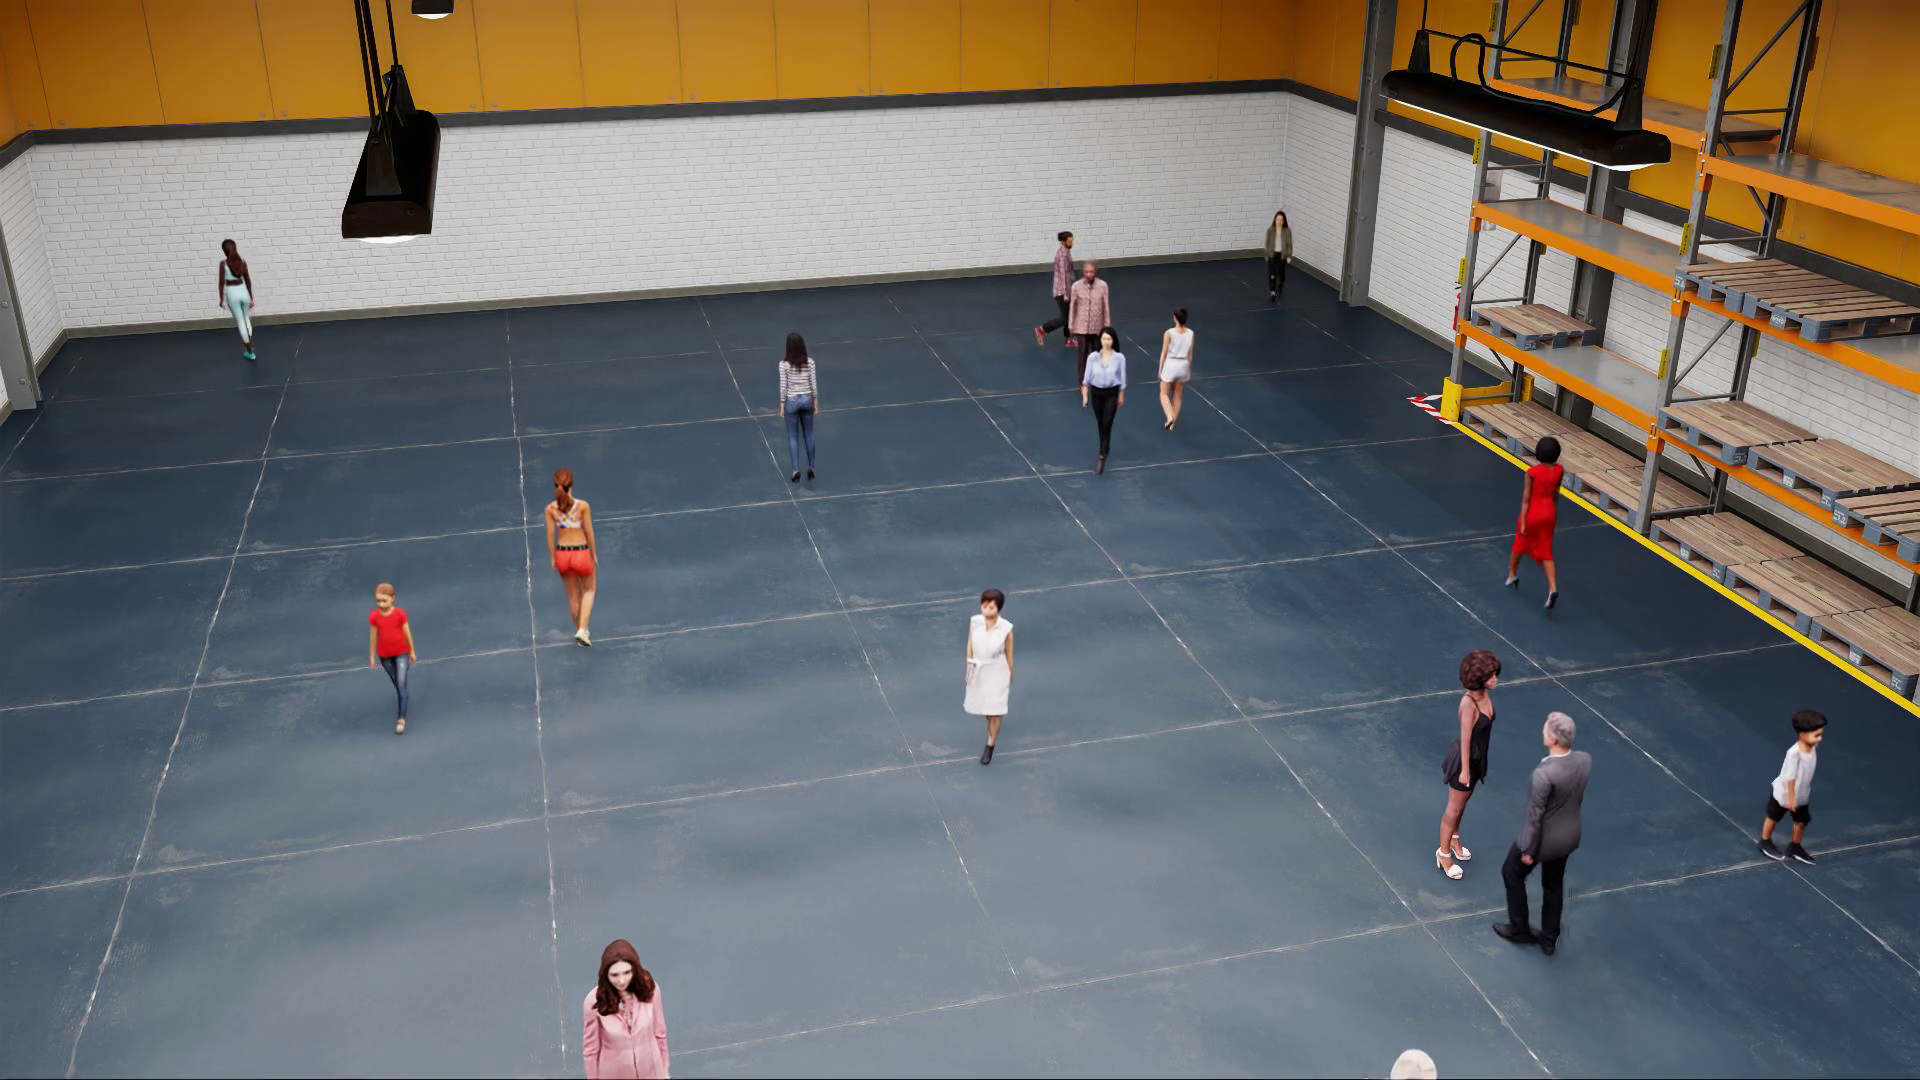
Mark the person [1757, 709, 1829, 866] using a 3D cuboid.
[{"bbox_3d":[6.125,1.801,12.361,0.576,1.244,0.678,-14,27,-28],"label":"person"}]

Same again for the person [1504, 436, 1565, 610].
[{"bbox_3d":[5.687,-0.136,16.218,0.626,1.705,1.094,-4,24,-10],"label":"person"}]

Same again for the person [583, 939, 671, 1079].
[{"bbox_3d":[-1.800,2.925,9.096,0.629,1.800,0.560,-10,25,-21],"label":"person"}]

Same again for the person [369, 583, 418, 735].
[{"bbox_3d":[-4.847,0.946,14.269,0.612,1.282,0.942,-2,24,-4],"label":"person"}]

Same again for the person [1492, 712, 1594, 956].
[{"bbox_3d":[3.975,2.011,11.158,0.858,1.823,0.805,-11,26,-23],"label":"person"}]

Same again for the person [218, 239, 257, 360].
[{"bbox_3d":[-10.257,-3.412,23.709,0.871,1.708,0.771,20,31,39],"label":"person"}]

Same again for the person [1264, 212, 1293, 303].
[{"bbox_3d":[5.082,-4.555,26.640,0.784,1.454,0.866,8,25,17],"label":"person"}]

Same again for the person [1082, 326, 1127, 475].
[{"bbox_3d":[1.732,-1.697,19.798,1.037,1.698,1.238,6,24,13],"label":"person"}]

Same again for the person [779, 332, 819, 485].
[{"bbox_3d":[-1.875,-1.534,19.305,0.604,1.795,0.519,-8,25,-17],"label":"person"}]

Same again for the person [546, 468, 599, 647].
[{"bbox_3d":[-3.559,0.217,15.315,0.677,1.782,0.851,-1,24,-3],"label":"person"}]

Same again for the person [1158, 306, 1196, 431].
[{"bbox_3d":[2.736,-2.124,20.865,0.649,1.625,0.719,-6,24,-12],"label":"person"}]

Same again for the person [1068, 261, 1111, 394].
[{"bbox_3d":[1.743,-2.898,22.431,0.836,1.788,0.920,0,24,0],"label":"person"}]

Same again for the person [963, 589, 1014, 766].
[{"bbox_3d":[0.258,1.074,13.652,0.782,1.543,0.876,8,25,18],"label":"person"}]

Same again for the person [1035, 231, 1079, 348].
[{"bbox_3d":[1.446,-3.605,24.108,0.942,1.742,1.009,1,24,3],"label":"person"}]

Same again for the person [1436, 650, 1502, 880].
[{"bbox_3d":[3.691,1.612,12.113,0.715,1.789,0.656,13,27,27],"label":"person"}]
